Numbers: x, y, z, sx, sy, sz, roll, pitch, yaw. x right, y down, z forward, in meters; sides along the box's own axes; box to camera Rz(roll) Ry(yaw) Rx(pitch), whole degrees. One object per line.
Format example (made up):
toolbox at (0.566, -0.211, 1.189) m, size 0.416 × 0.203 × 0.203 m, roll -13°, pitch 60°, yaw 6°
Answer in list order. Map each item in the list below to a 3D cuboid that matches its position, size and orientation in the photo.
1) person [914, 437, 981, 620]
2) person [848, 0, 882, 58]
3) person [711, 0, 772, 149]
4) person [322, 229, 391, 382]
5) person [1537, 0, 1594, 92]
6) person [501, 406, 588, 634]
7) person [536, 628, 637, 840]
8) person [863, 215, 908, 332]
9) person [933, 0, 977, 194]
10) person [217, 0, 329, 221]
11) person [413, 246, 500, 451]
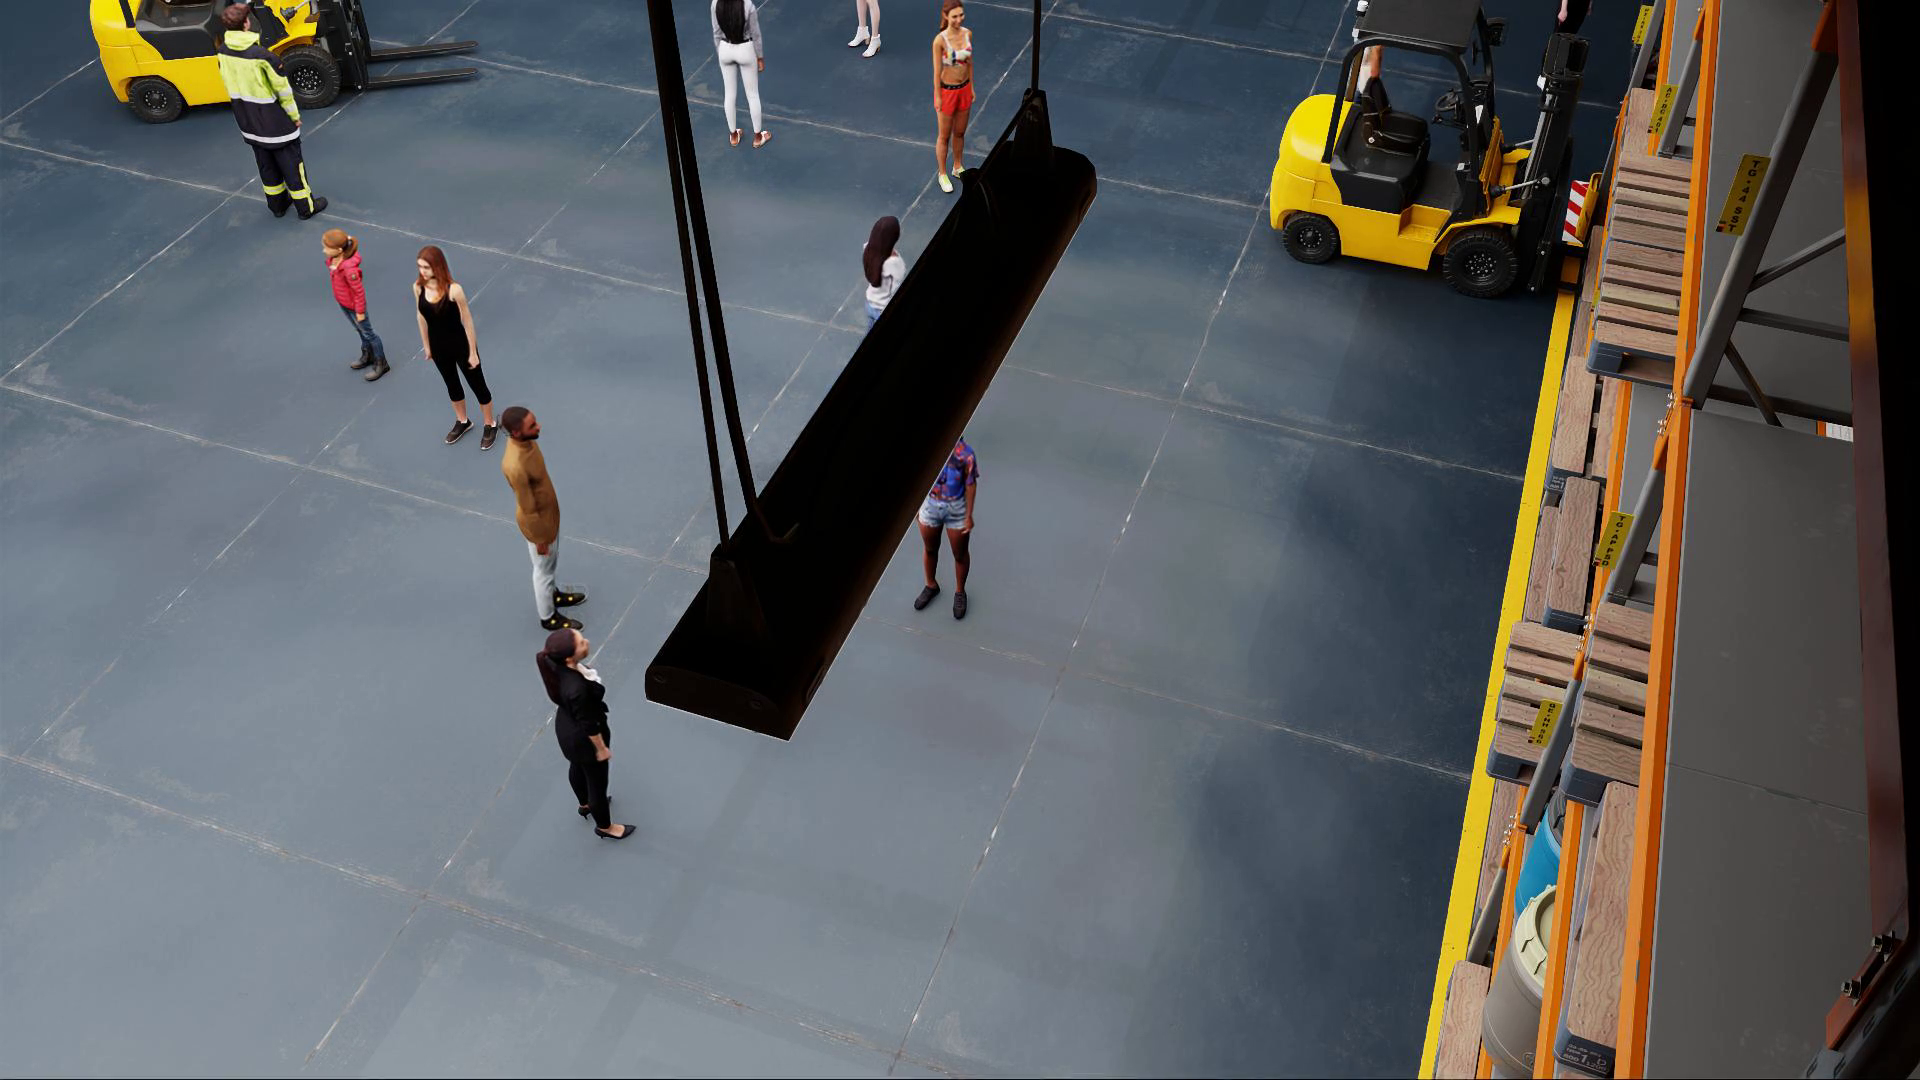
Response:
person at (-0.094, -0.196, 10.930) m, size 0.594 × 1.743 × 0.516 m, roll 12°, pitch 45°, yaw 12°
person at (-0.973, -5.792, 16.743) m, size 0.689 × 1.828 × 0.666 m, roll -25°, pitch 49°, yaw -24°
person at (-2.059, -4.481, 15.442) m, size 0.630 × 1.724 × 0.554 m, roll 7°, pitch 44°, yaw 7°
person at (-4.728, -1.860, 12.985) m, size 0.612 × 1.318 × 0.586 m, roll -34°, pitch 53°, yaw -30°
person at (5.979, -5.232, 16.218) m, size 0.654 × 1.741 × 0.732 m, roll -22°, pitch 48°, yaw -22°
person at (-2.750, -0.148, 10.827) m, size 0.779 × 1.816 × 0.633 m, roll -5°, pitch 44°, yaw -5°
person at (-2.187, 1.122, 9.606) m, size 0.723 × 1.661 × 0.689 m, roll -25°, pitch 49°, yaw -24°
person at (-0.624, -1.695, 12.597) m, size 0.740 × 1.614 × 0.809 m, roll 32°, pitch 52°, yaw 29°
person at (-0.062, -3.998, 14.887) m, size 0.661 × 1.791 × 0.743 m, roll -26°, pitch 49°, yaw -25°
person at (-6.038, -3.715, 14.451) m, size 0.791 × 1.983 × 0.667 m, roll 10°, pitch 44°, yaw 10°
person at (-3.721, -1.427, 12.235) m, size 0.590 × 1.725 × 0.520 m, roll 11°, pitch 45°, yaw 11°
